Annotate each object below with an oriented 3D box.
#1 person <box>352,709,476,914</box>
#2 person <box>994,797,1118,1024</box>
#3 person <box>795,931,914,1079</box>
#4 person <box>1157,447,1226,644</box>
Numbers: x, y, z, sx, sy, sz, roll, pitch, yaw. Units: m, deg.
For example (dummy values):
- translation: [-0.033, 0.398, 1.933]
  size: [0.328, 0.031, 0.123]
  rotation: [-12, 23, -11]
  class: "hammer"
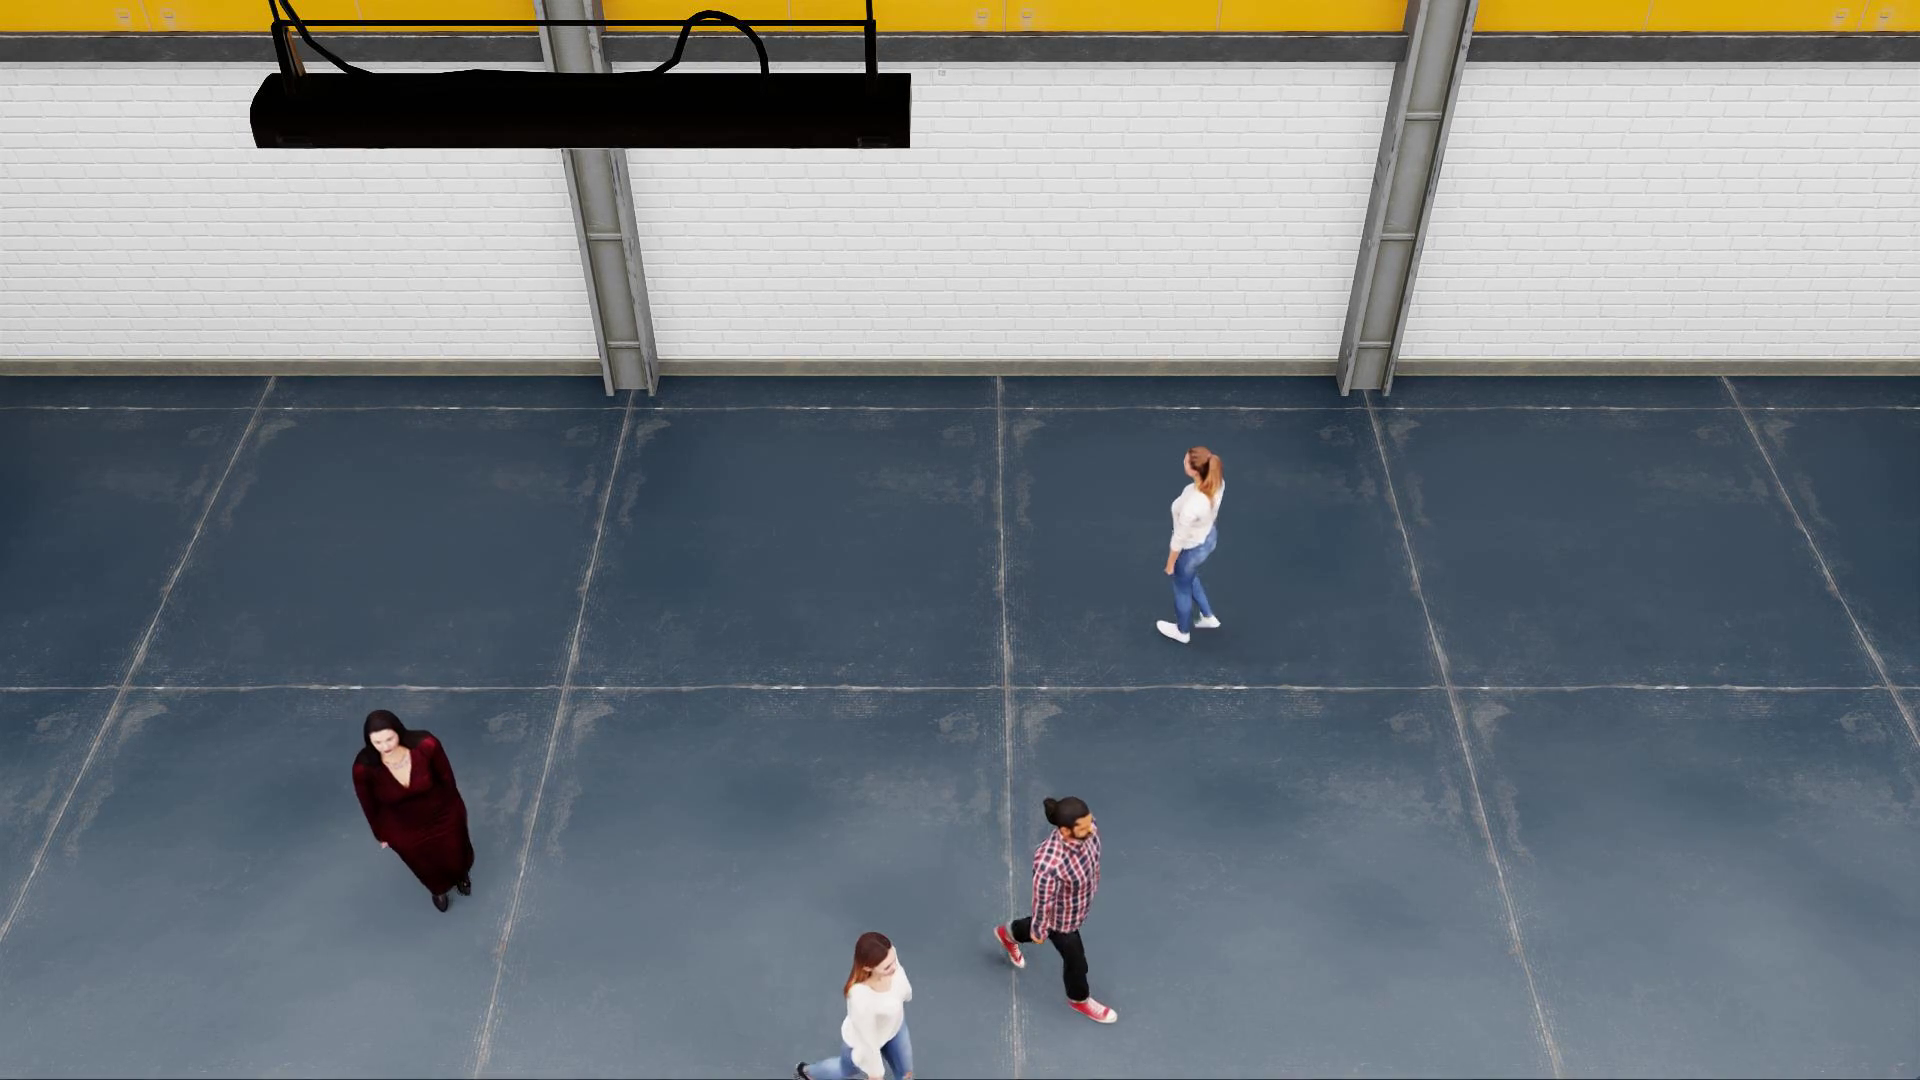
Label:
- translation: [-3.108, 1.501, 9.494]
  size: [0.776, 1.747, 0.865]
  rotation: [-17, 46, -17]
  class: "person"
- translation: [0.510, 1.941, 9.029]
  size: [1.194, 1.751, 1.017]
  rotation: [20, 47, 19]
  class: "person"
- translation: [-0.525, 2.493, 8.515]
  size: [1.172, 1.661, 0.926]
  rotation: [18, 46, 18]
  class: "person"
- translation: [1.612, 0.081, 11.009]
  size: [0.849, 1.714, 0.793]
  rotation: [27, 50, 26]
  class: "person"
